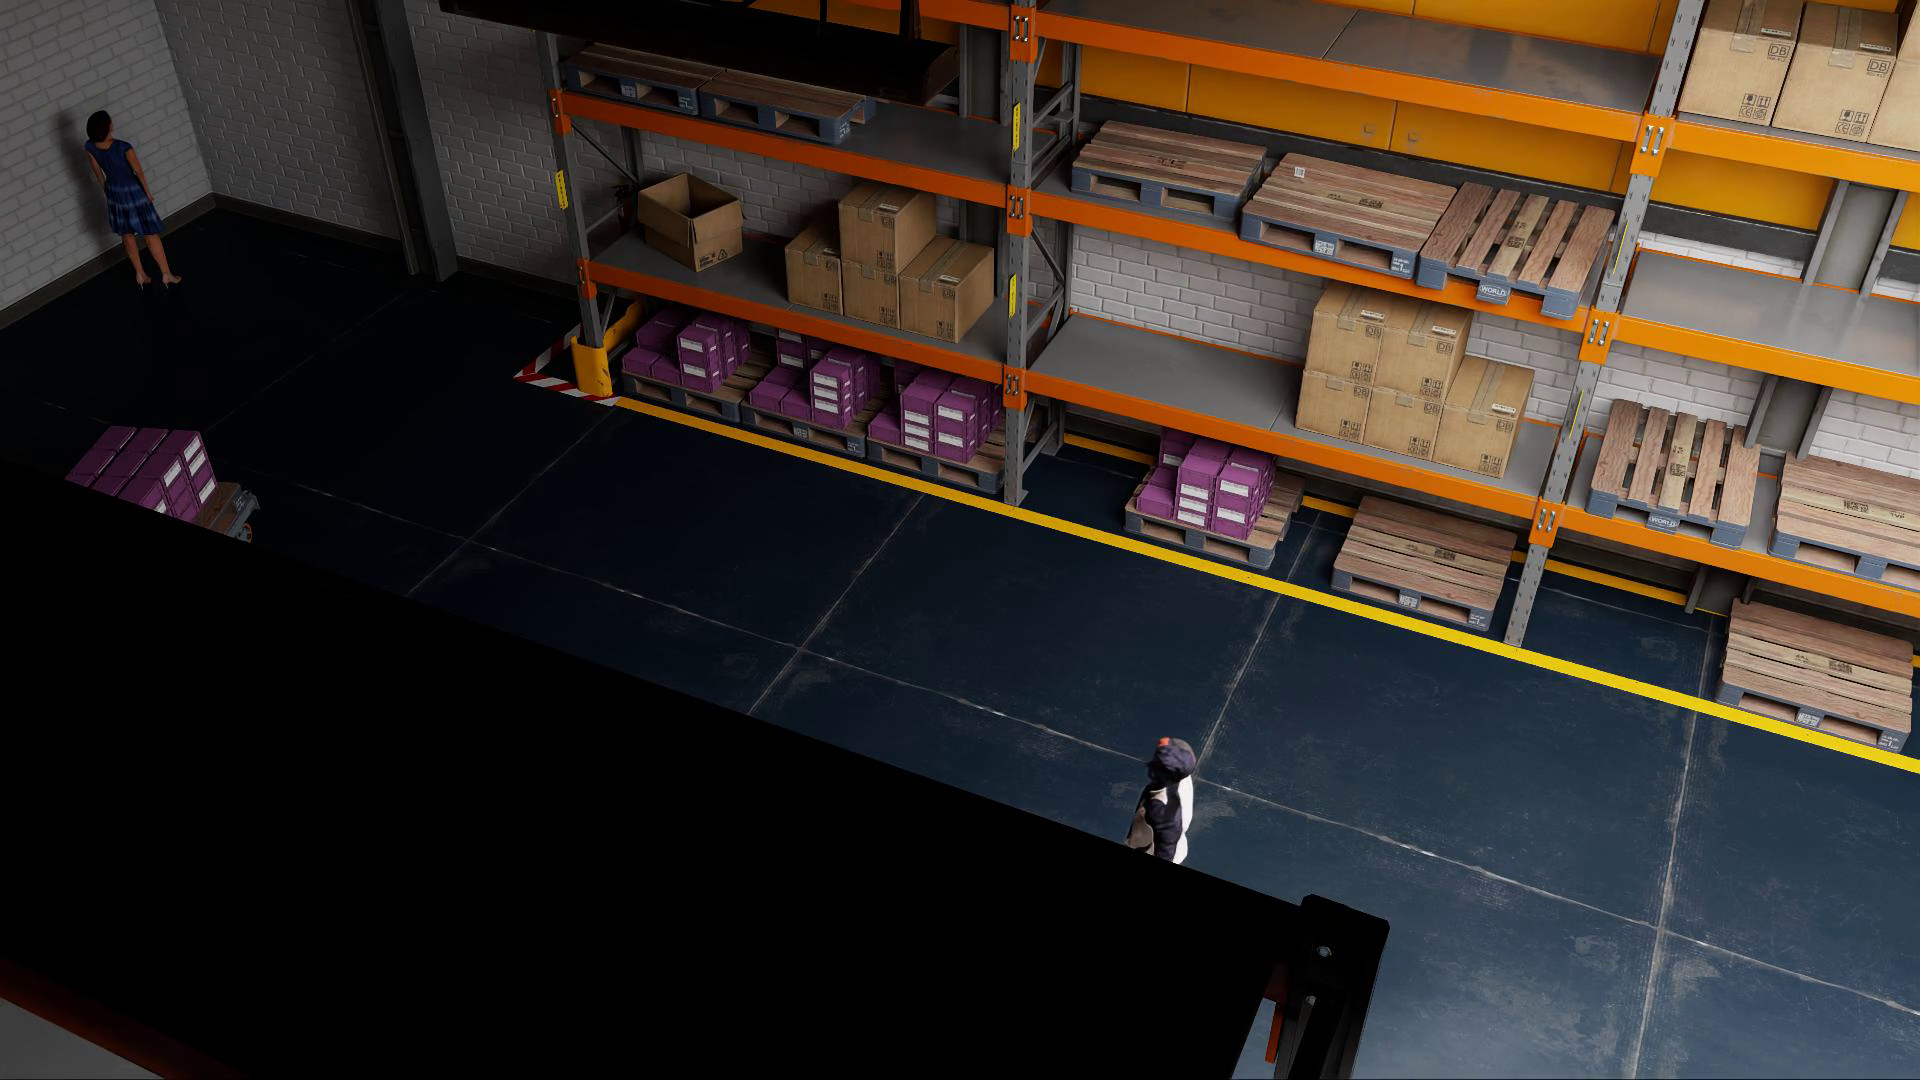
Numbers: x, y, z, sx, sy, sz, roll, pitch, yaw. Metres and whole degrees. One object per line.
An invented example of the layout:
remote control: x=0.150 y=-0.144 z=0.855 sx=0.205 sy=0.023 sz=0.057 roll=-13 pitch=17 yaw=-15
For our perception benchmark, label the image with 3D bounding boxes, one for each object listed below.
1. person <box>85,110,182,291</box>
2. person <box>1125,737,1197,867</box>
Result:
person: x=-7.828 y=-3.195 z=15.678 sx=0.648 sy=1.806 sz=0.803 roll=1 pitch=39 yaw=2
person: x=1.110 y=1.807 z=9.340 sx=0.699 sy=1.898 sz=0.746 roll=4 pitch=39 yaw=6
